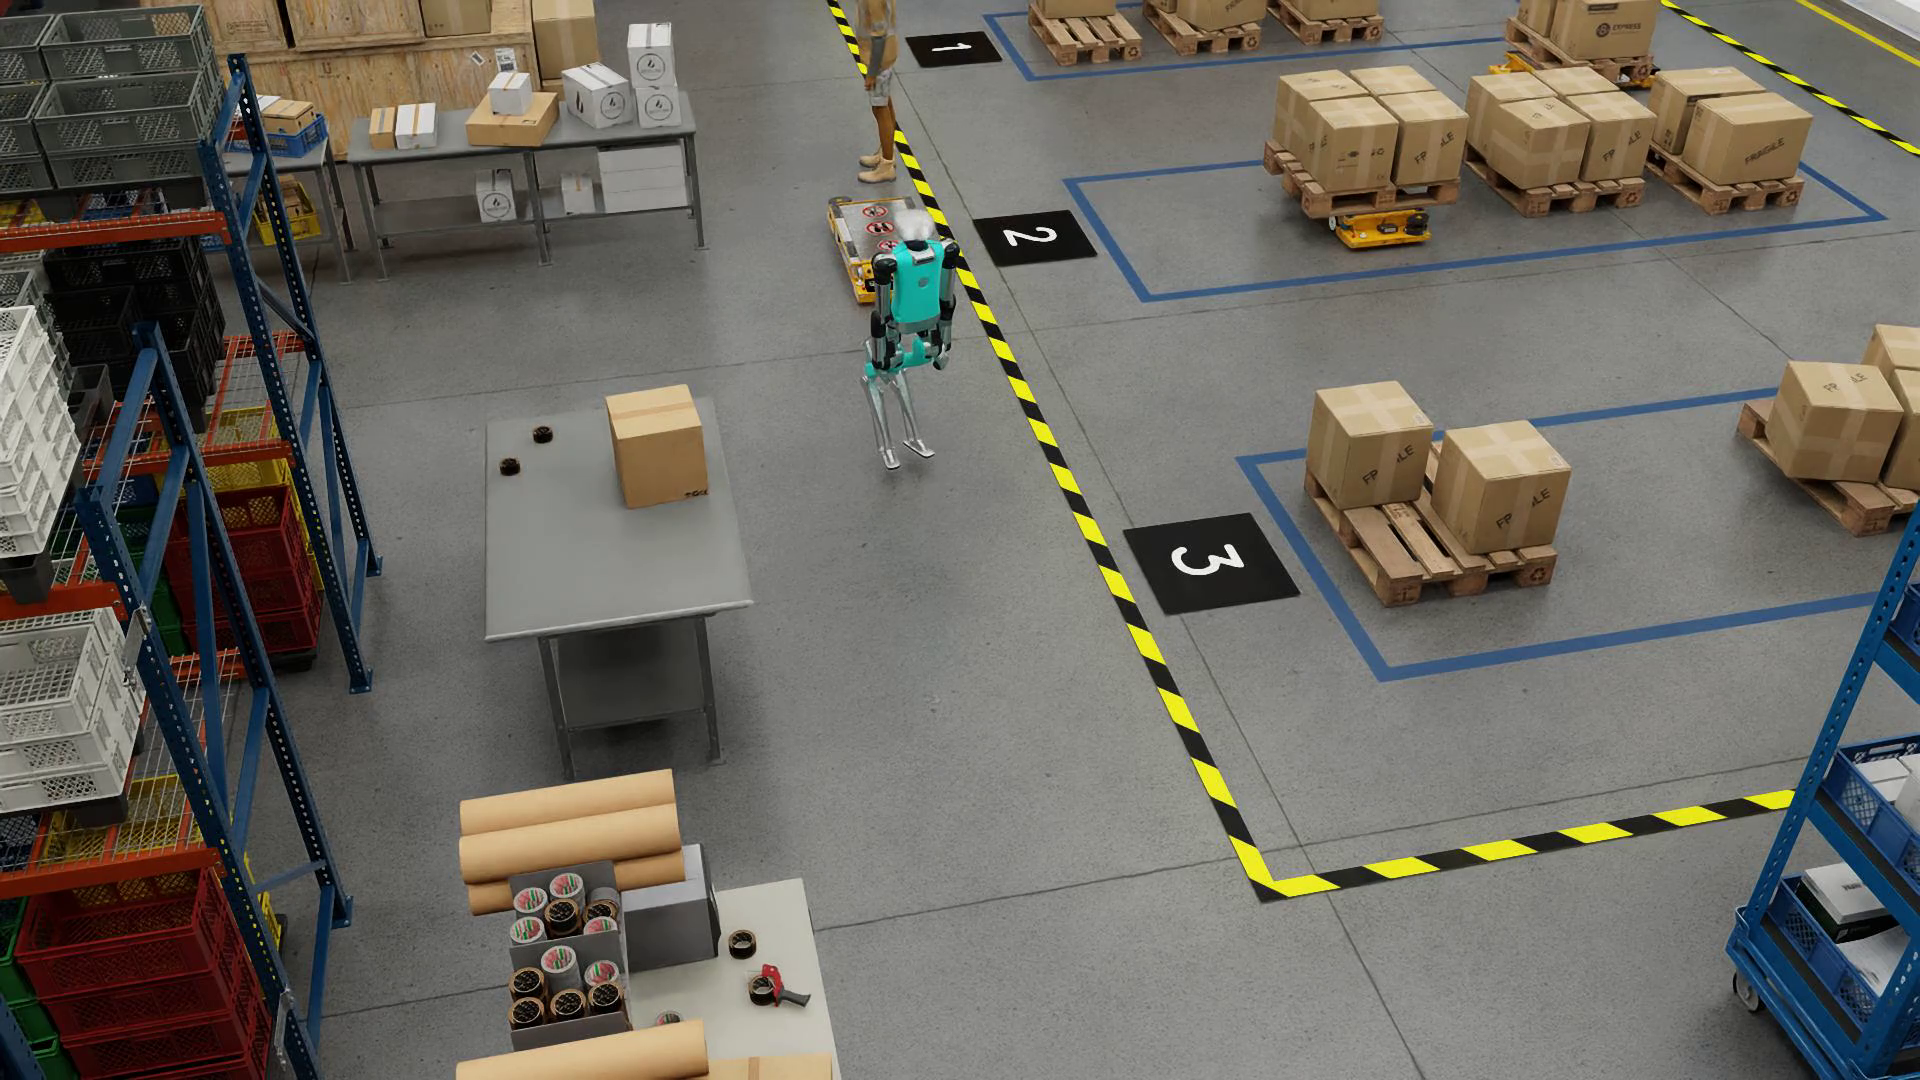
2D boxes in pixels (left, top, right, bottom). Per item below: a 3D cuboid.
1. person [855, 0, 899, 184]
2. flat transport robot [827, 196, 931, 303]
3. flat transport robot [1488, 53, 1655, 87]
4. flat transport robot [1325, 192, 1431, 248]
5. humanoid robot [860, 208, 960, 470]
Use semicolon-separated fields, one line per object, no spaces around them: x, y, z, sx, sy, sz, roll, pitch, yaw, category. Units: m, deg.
-0.687;-3.844;13.244;0.388;2.033;0.604;2;37;2;person
-0.570;-2.220;12.538;0.659;0.231;1.431;-8;37;-10;flat transport robot
5.711;-4.362;15.393;1.431;0.197;0.652;-8;37;-10;flat transport robot
3.134;-2.740;13.213;0.652;0.197;1.431;-8;37;-10;flat transport robot
-0.369;-1.244;9.887;0.533;1.673;0.735;-18;40;-22;humanoid robot
